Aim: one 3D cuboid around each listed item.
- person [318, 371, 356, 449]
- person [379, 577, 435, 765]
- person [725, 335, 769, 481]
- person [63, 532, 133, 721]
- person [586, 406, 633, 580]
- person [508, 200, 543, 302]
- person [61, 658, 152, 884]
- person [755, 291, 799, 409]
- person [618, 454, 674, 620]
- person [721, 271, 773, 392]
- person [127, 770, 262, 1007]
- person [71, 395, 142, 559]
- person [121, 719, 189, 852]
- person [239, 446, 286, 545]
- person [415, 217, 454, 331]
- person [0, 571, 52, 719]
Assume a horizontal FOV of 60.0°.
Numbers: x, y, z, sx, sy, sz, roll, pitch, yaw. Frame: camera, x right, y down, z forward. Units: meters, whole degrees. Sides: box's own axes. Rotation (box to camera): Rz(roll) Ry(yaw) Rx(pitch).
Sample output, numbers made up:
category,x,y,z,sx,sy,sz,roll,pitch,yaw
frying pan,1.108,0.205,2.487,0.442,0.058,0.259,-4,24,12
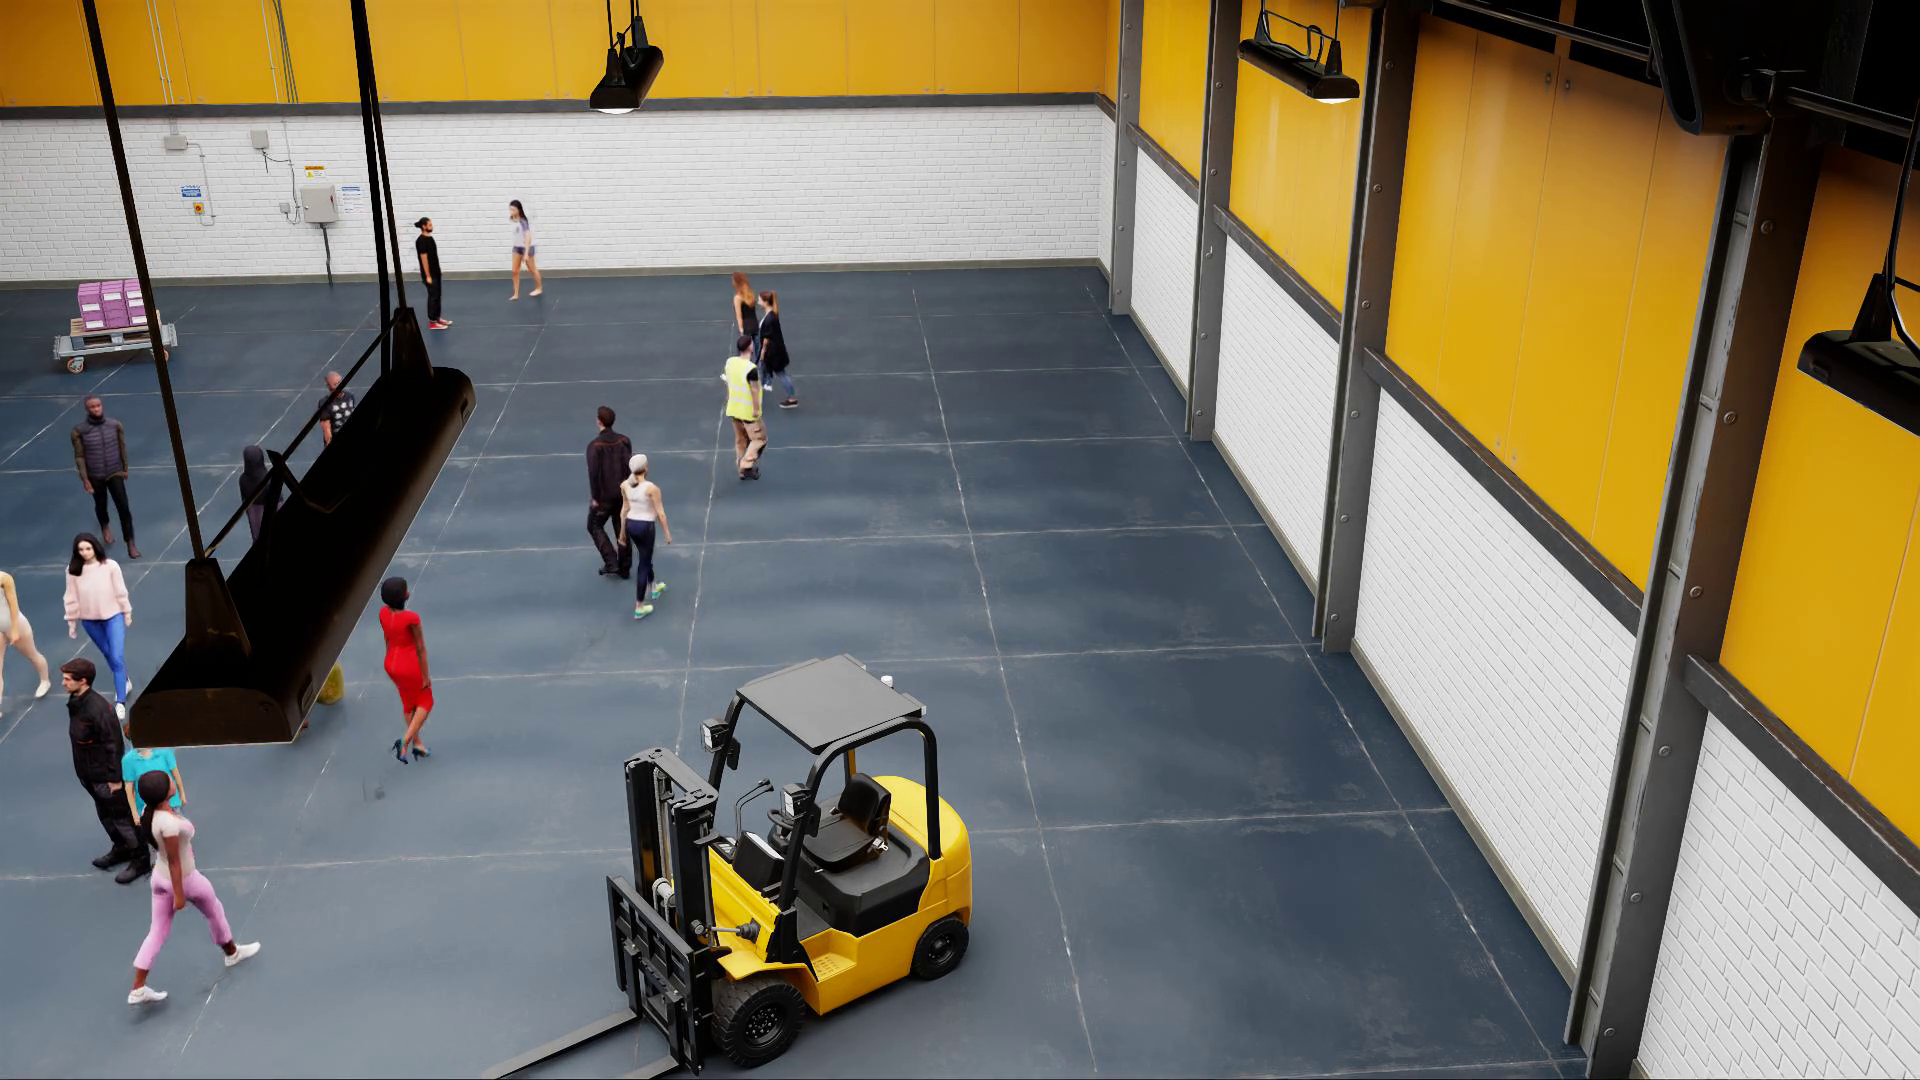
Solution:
category,x,y,z,sx,sy,sz,roll,pitch,yaw
person,-7.094,-1.073,18.980,1.027,1.779,0.987,16,28,32
person,-4.699,1.146,13.965,0.737,1.730,0.857,8,25,18
person,-2.624,-1.560,20.029,0.870,1.832,0.926,16,29,33
person,-7.694,0.706,14.981,0.697,1.723,1.100,-3,24,-7
person,-3.622,-0.449,17.407,0.813,1.897,0.841,-18,30,-36
person,-7.235,-4.835,27.723,0.951,1.670,1.113,17,29,33
person,-6.449,1.714,12.531,0.782,1.838,0.839,18,29,35
person,-2.433,-2.543,22.506,0.709,1.650,0.973,0,24,-1
person,-3.237,-0.013,16.688,0.922,1.675,1.067,11,26,23
person,-2.907,-2.865,23.229,1.058,1.660,1.031,17,29,33
person,-5.374,2.369,11.213,1.101,1.694,1.192,17,29,34
person,-9.358,-0.709,18.134,1.126,1.790,1.325,-18,29,-35
person,-6.049,1.938,12.524,0.673,1.434,0.769,-13,27,-27
person,-7.195,-0.217,17.224,0.689,1.618,0.729,6,24,13
person,-8.347,-4.208,26.181,0.701,1.757,0.533,0,24,0
person,-8.538,0.762,15.006,0.590,1.600,1.035,-1,24,-2
